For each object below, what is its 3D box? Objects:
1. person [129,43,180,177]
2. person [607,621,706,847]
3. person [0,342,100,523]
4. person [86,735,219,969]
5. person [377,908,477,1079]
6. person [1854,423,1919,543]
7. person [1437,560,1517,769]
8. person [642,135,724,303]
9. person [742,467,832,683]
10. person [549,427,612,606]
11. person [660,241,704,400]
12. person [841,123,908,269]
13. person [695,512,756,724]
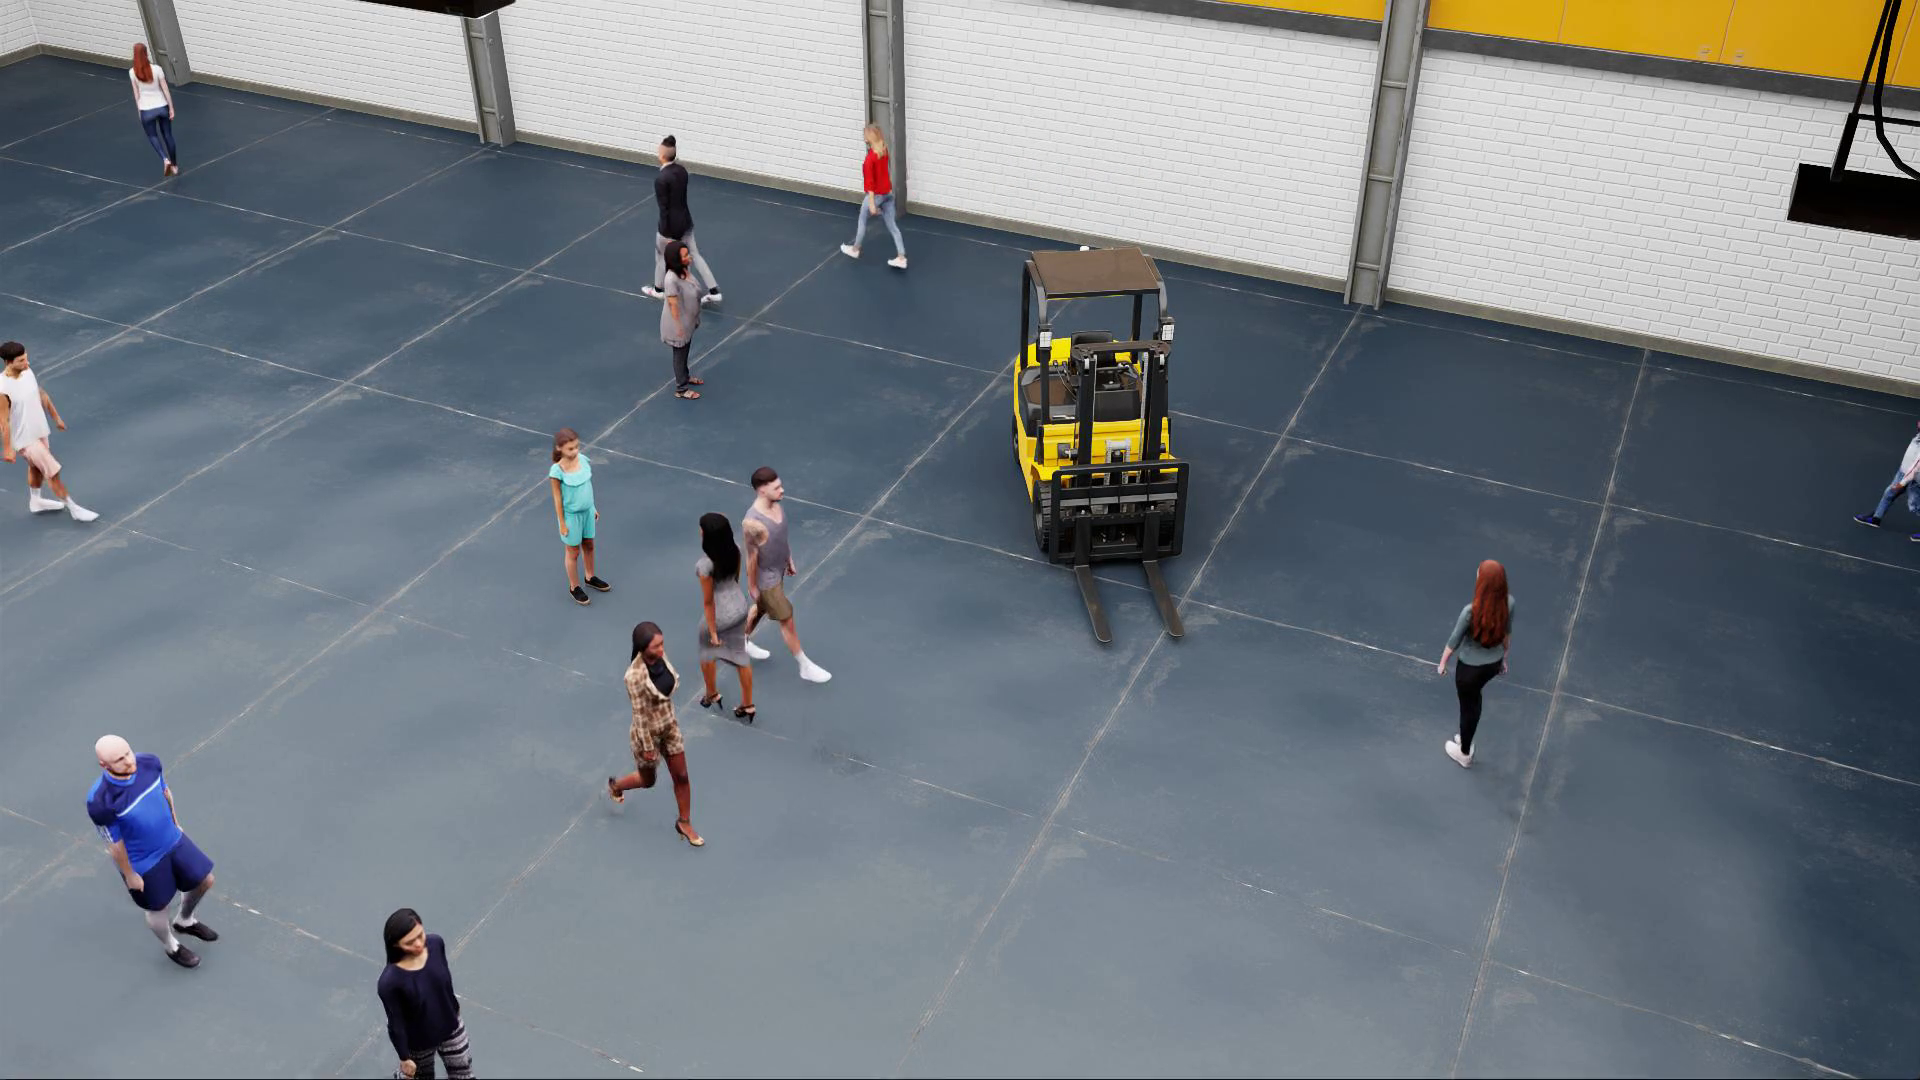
[{"bbox_3d":[-10.285,-5.454,21.266,0.849,1.725,0.955,-18,38,-25],"label":"person"},{"bbox_3d":[-2.101,1.288,11.085,1.062,1.767,0.642,18,38,25],"label":"person"},{"bbox_3d":[-8.147,-0.917,14.429,1.086,1.736,0.965,1,34,1],"label":"person"},{"bbox_3d":[-4.995,1.875,10.147,0.640,1.828,0.689,12,35,17],"label":"person"},{"bbox_3d":[-2.963,2.641,9.108,1.101,1.702,0.731,21,39,28],"label":"person"},{"bbox_3d":[8.296,-0.550,14.319,0.884,1.247,0.505,12,36,18],"label":"person"},{"bbox_3d":[3.666,0.929,11.654,0.721,1.735,0.790,-9,35,-13],"label":"person"},{"bbox_3d":[-2.994,-3.414,18.035,1.227,1.904,0.734,16,37,22],"label":"person"},{"bbox_3d":[-1.516,0.236,12.563,1.126,1.803,0.746,9,35,13],"label":"person"},{"bbox_3d":[-3.128,-0.223,13.546,0.608,1.559,0.596,23,40,31],"label":"person"},{"bbox_3d":[-2.781,-2.207,16.484,0.790,1.610,0.749,0,34,0],"label":"person"},{"bbox_3d":[-0.858,-3.868,18.945,1.130,1.652,0.707,18,37,25],"label":"person"},{"bbox_3d":[-1.631,0.610,12.108,0.801,1.763,0.689,27,42,34],"label":"person"}]
